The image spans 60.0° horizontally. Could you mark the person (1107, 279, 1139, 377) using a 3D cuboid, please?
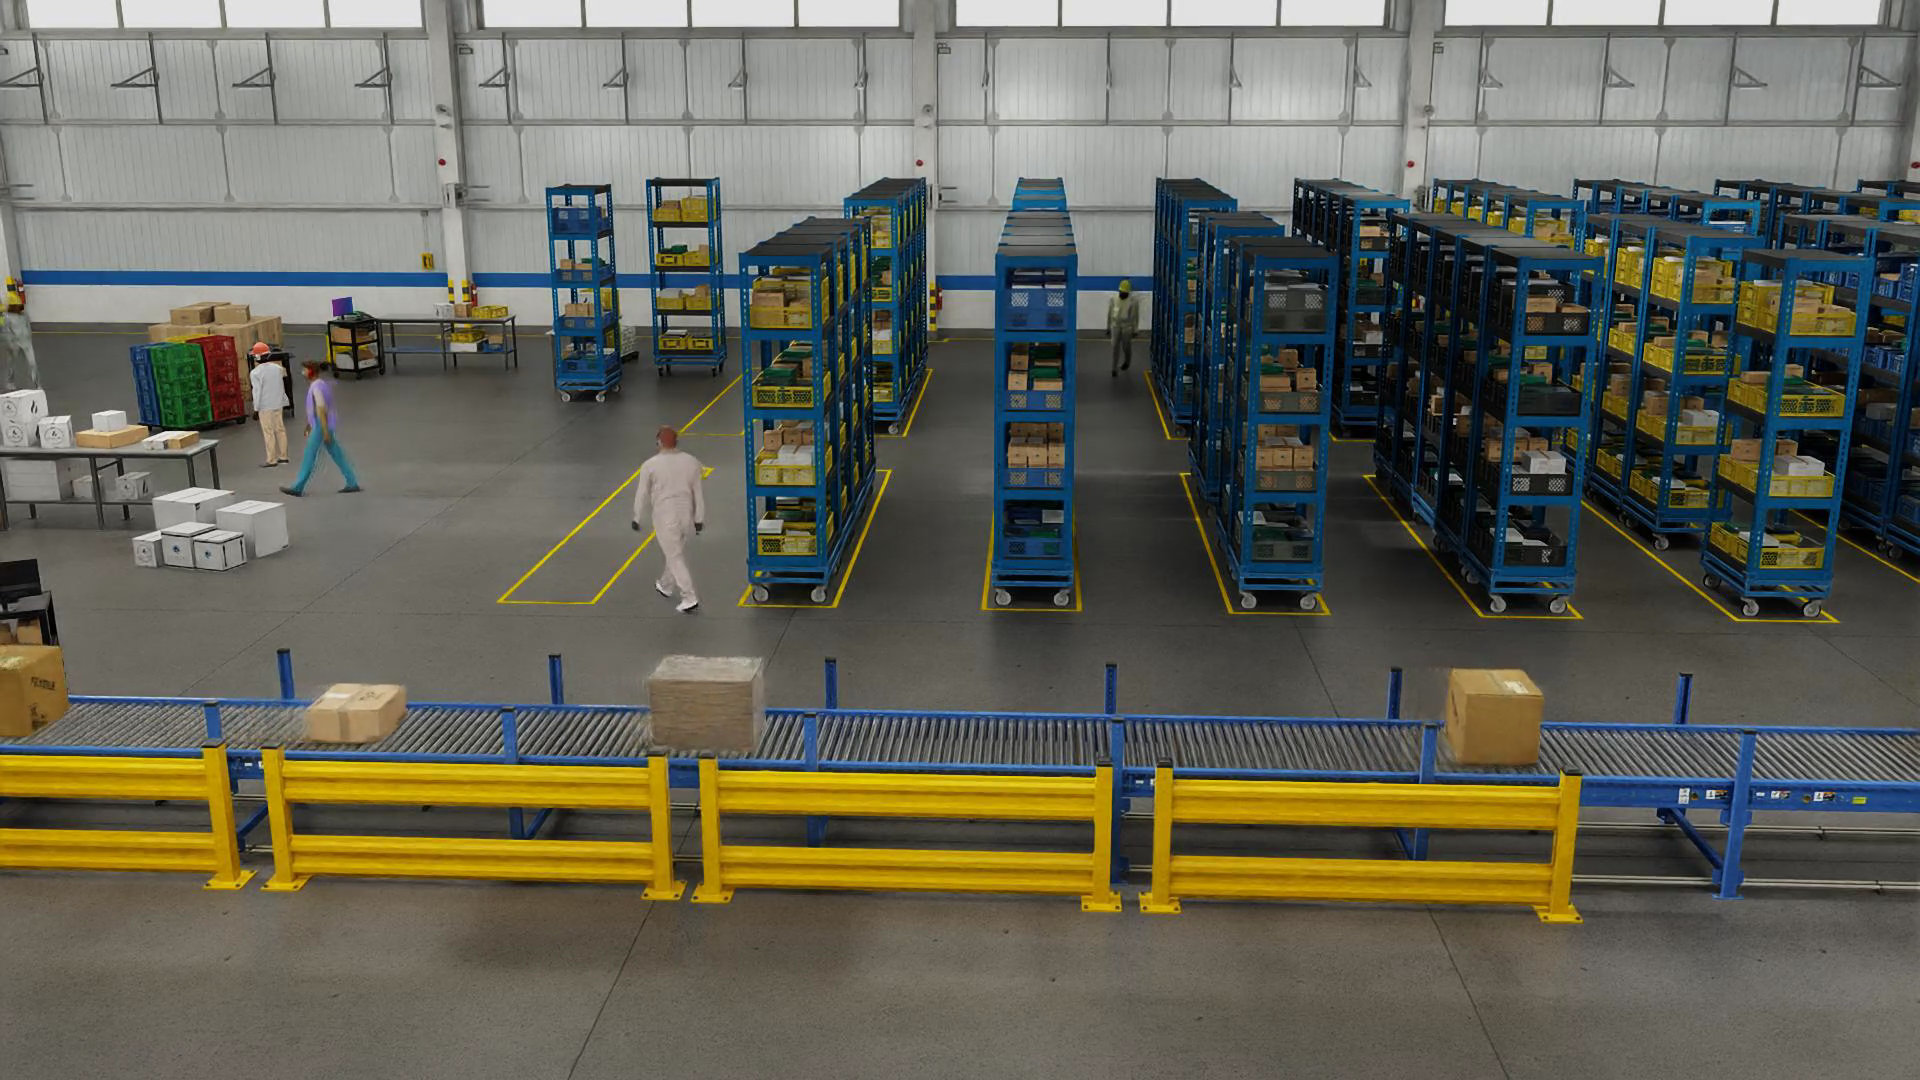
[{"bbox_3d":[3.036,-3.962,30.867,0.600,1.797,0.814,4,16,16],"label":"person"}]

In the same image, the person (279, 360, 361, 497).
[{"bbox_3d":[-8.321,-1.443,21.506,1.007,1.789,0.574,-4,16,-15],"label":"person"}]

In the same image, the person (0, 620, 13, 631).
[{"bbox_3d":[-8.827,0.341,14.877,0.923,1.783,0.609,0,15,1],"label":"person"}]

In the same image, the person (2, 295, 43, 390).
[{"bbox_3d":[-16.480,-3.439,29.084,0.872,1.708,0.495,9,18,31],"label":"person"}]

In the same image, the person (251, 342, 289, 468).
[{"bbox_3d":[-9.662,-1.884,23.205,0.328,1.753,0.560,6,16,20],"label":"person"}]

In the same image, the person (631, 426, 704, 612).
[{"bbox_3d":[-2.921,-0.228,16.885,0.647,1.859,1.012,-11,19,-36],"label":"person"}]
